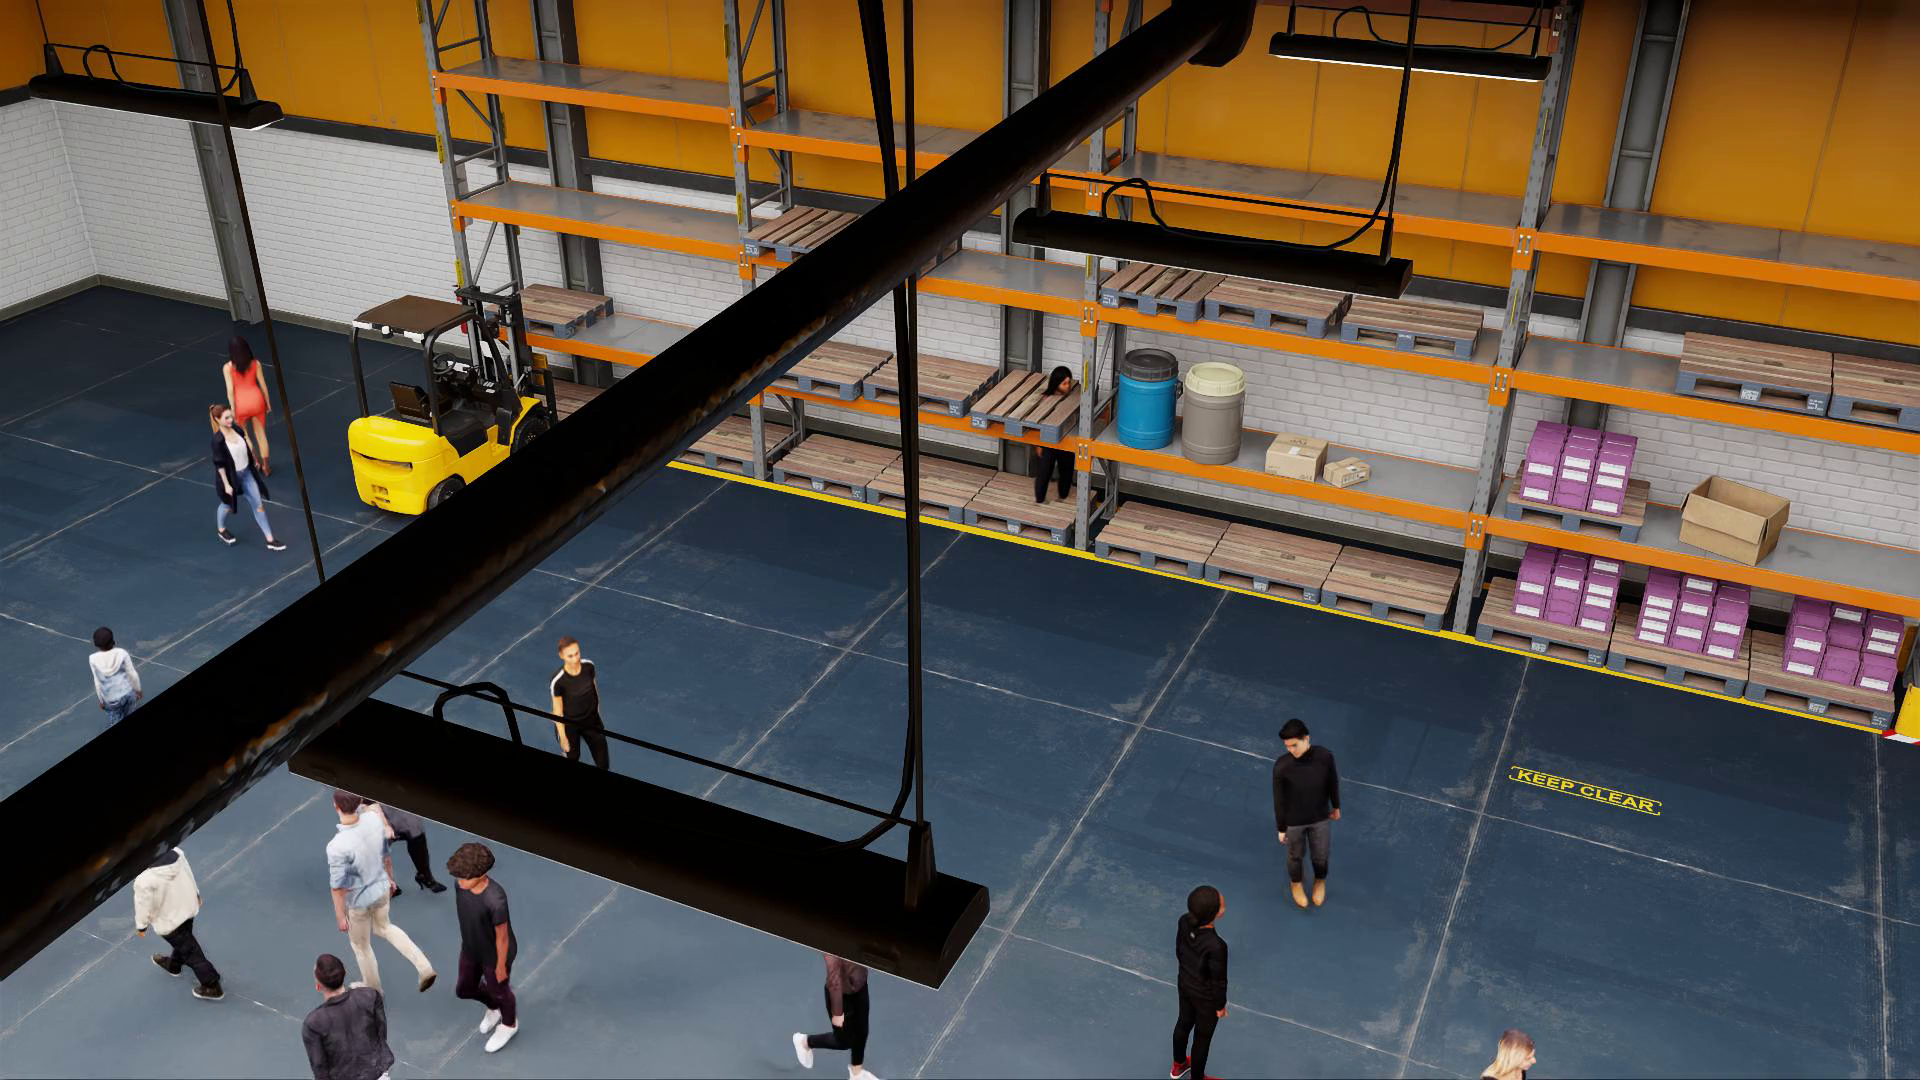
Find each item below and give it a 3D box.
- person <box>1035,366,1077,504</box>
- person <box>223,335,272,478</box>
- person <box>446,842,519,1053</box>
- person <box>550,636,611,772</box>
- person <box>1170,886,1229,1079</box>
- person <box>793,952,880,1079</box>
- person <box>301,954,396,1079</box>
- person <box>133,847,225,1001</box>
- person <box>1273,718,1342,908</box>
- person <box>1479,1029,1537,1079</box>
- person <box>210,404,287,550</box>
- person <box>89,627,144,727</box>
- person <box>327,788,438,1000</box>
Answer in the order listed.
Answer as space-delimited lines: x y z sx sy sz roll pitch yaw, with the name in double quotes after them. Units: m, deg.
1.050 -1.065 18.114 0.780 1.813 0.827 -12 31 -21 "person"
-8.101 -1.494 19.013 0.728 1.706 0.746 -20 34 -32 "person"
-3.140 2.699 11.268 0.615 1.761 0.745 20 34 32 "person"
-3.173 1.472 13.632 0.769 1.652 0.904 -24 37 -37 "person"
1.572 2.943 10.910 0.745 1.675 0.651 -17 33 -28 "person"
-0.817 2.935 10.912 0.848 1.688 0.615 14 31 23 "person"
-3.609 3.312 10.080 0.789 1.824 0.827 -18 34 -30 "person"
-5.466 2.654 11.707 0.948 1.420 0.694 8 30 14 "person"
2.626 2.045 12.546 0.720 1.685 0.874 -9 30 -15 "person"
3.082 3.504 9.890 0.675 1.668 0.722 -24 36 -36 "person"
-7.714 -0.649 17.541 1.100 1.633 0.625 12 31 22 "person"
-7.251 1.333 14.308 0.601 1.249 0.655 -13 31 -23 "person"
-4.048 2.501 11.562 0.949 1.828 0.682 10 30 17 "person"
